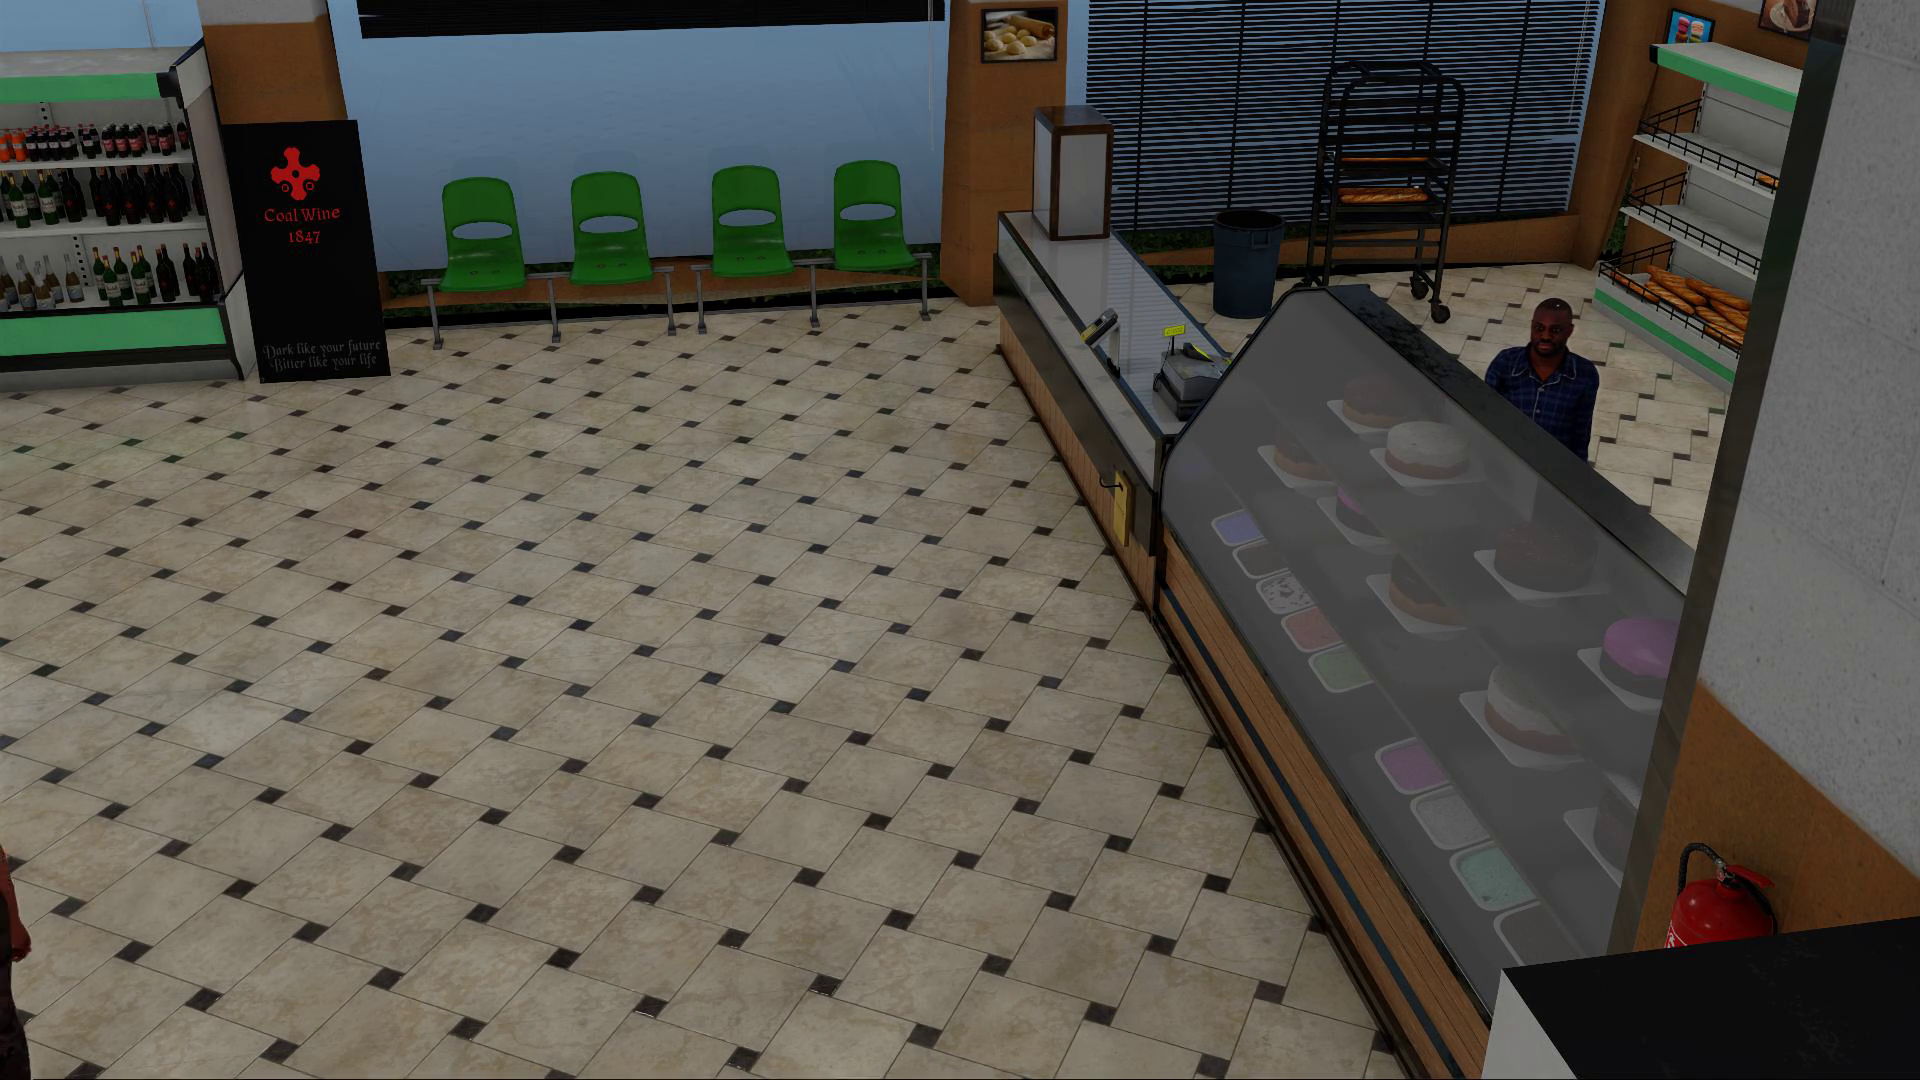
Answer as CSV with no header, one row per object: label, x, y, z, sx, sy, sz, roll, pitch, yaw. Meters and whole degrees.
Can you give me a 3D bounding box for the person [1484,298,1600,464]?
person,2.576,-0.234,7.588,0.729,1.824,0.838,9,28,18
